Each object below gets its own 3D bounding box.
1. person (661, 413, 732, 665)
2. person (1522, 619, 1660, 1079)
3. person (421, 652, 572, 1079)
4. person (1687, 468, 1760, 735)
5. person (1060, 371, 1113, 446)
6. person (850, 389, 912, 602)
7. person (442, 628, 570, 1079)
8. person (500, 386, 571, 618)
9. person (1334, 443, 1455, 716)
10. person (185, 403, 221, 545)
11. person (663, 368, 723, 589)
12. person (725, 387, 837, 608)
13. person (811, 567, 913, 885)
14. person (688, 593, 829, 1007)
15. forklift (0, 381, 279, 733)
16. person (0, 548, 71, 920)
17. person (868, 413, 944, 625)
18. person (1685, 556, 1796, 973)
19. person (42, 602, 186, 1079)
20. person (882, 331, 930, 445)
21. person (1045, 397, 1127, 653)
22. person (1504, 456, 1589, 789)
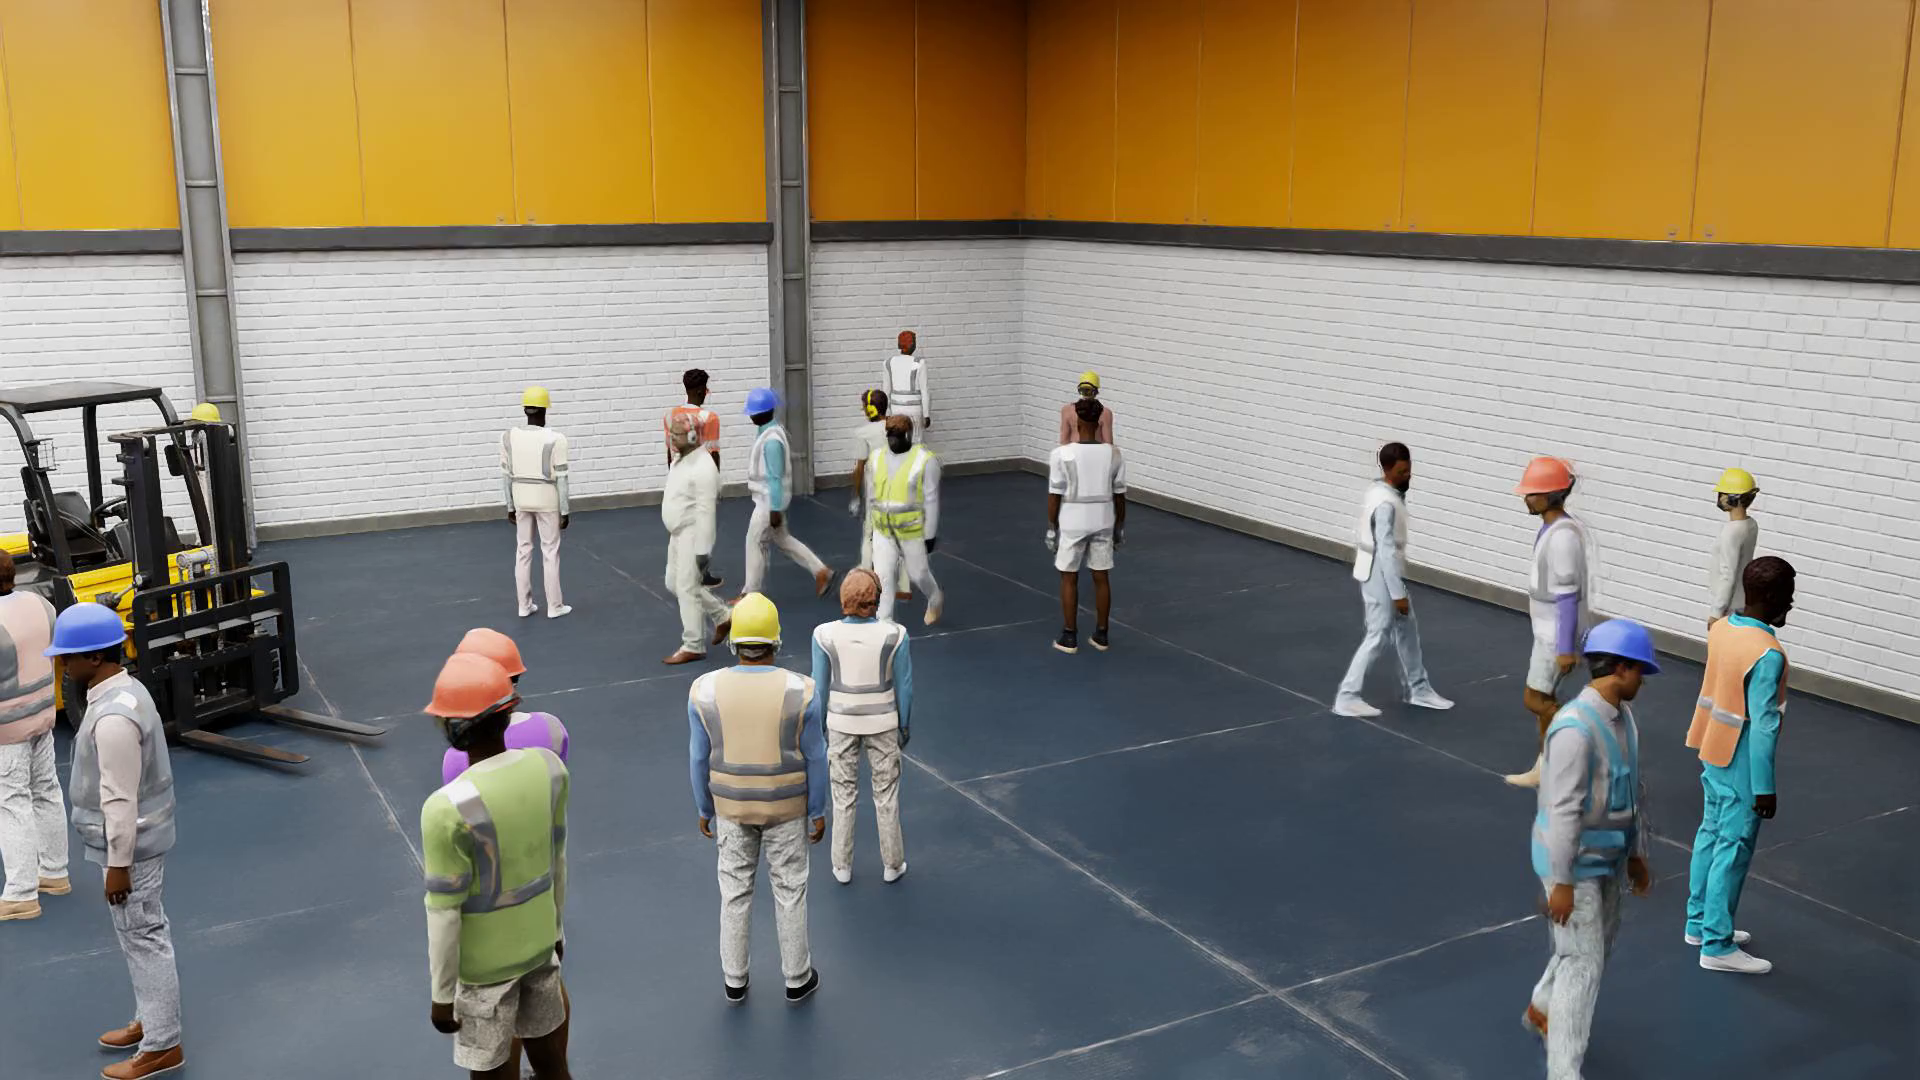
[{"bbox_3d":[-1.975,-0.022,12.419,0.555,1.887,0.658,-5,13,-24],"label":"person"},{"bbox_3d":[2.429,1.245,6.493,0.574,1.893,0.651,11,16,42],"label":"person"},{"bbox_3d":[-1.559,1.366,5.587,0.408,2.035,0.603,6,14,27],"label":"person"},{"bbox_3d":[4.911,0.414,10.676,0.322,1.766,0.532,9,15,37],"label":"person"},{"bbox_3d":[1.235,-0.770,16.248,0.532,1.756,0.344,4,13,16],"label":"person"},{"bbox_3d":[-0.661,-0.366,14.155,0.593,1.847,0.425,-7,14,-29],"label":"person"},{"bbox_3d":[-1.711,1.274,6.252,0.388,1.931,0.543,8,14,33],"label":"person"},{"bbox_3d":[-3.466,-0.303,13.681,0.580,1.918,0.390,2,12,11],"label":"person"},{"bbox_3d":[2.927,0.273,11.093,0.747,1.865,0.628,4,13,18],"label":"person"},{"bbox_3d":[-6.315,-0.287,14.028,0.311,1.735,0.484,-7,14,-31],"label":"person"},{"bbox_3d":[-2.352,-0.547,14.750,0.615,1.954,0.396,9,15,35],"label":"person"},{"bbox_3d":[-1.519,-0.358,13.998,0.881,1.899,0.634,-1,12,-6],"label":"person"},{"bbox_3d":[-0.497,0.953,8.439,0.514,1.641,0.315,0,12,1],"label":"person"},{"bbox_3d":[-0.855,1.125,7.171,0.593,1.837,0.404,1,12,3],"label":"person"},{"bbox_3d":[-5.853,0.085,11.199,2.313,2.155,1.214,7,14,28],"label":"forklift"},{"bbox_3d":[-4.635,0.927,8.086,0.429,1.845,0.622,1,12,4],"label":"person"},{"bbox_3d":[-0.414,-0.106,13.023,0.630,1.824,0.813,6,13,25],"label":"person"},{"bbox_3d":[3.527,1.007,7.556,0.401,1.911,0.590,1,12,5],"label":"person"},{"bbox_3d":[-3.340,1.191,6.631,0.407,1.940,0.601,-6,13,-26],"label":"person"},{"bbox_3d":[-0.609,-1.480,19.269,0.584,1.882,0.347,5,13,24],"label":"person"},{"bbox_3d":[0.963,-0.109,12.683,0.627,1.954,0.399,-4,13,-16],"label":"person"},{"bbox_3d":[3.458,0.513,9.606,0.602,2.016,0.639,3,12,12],"label":"person"}]
